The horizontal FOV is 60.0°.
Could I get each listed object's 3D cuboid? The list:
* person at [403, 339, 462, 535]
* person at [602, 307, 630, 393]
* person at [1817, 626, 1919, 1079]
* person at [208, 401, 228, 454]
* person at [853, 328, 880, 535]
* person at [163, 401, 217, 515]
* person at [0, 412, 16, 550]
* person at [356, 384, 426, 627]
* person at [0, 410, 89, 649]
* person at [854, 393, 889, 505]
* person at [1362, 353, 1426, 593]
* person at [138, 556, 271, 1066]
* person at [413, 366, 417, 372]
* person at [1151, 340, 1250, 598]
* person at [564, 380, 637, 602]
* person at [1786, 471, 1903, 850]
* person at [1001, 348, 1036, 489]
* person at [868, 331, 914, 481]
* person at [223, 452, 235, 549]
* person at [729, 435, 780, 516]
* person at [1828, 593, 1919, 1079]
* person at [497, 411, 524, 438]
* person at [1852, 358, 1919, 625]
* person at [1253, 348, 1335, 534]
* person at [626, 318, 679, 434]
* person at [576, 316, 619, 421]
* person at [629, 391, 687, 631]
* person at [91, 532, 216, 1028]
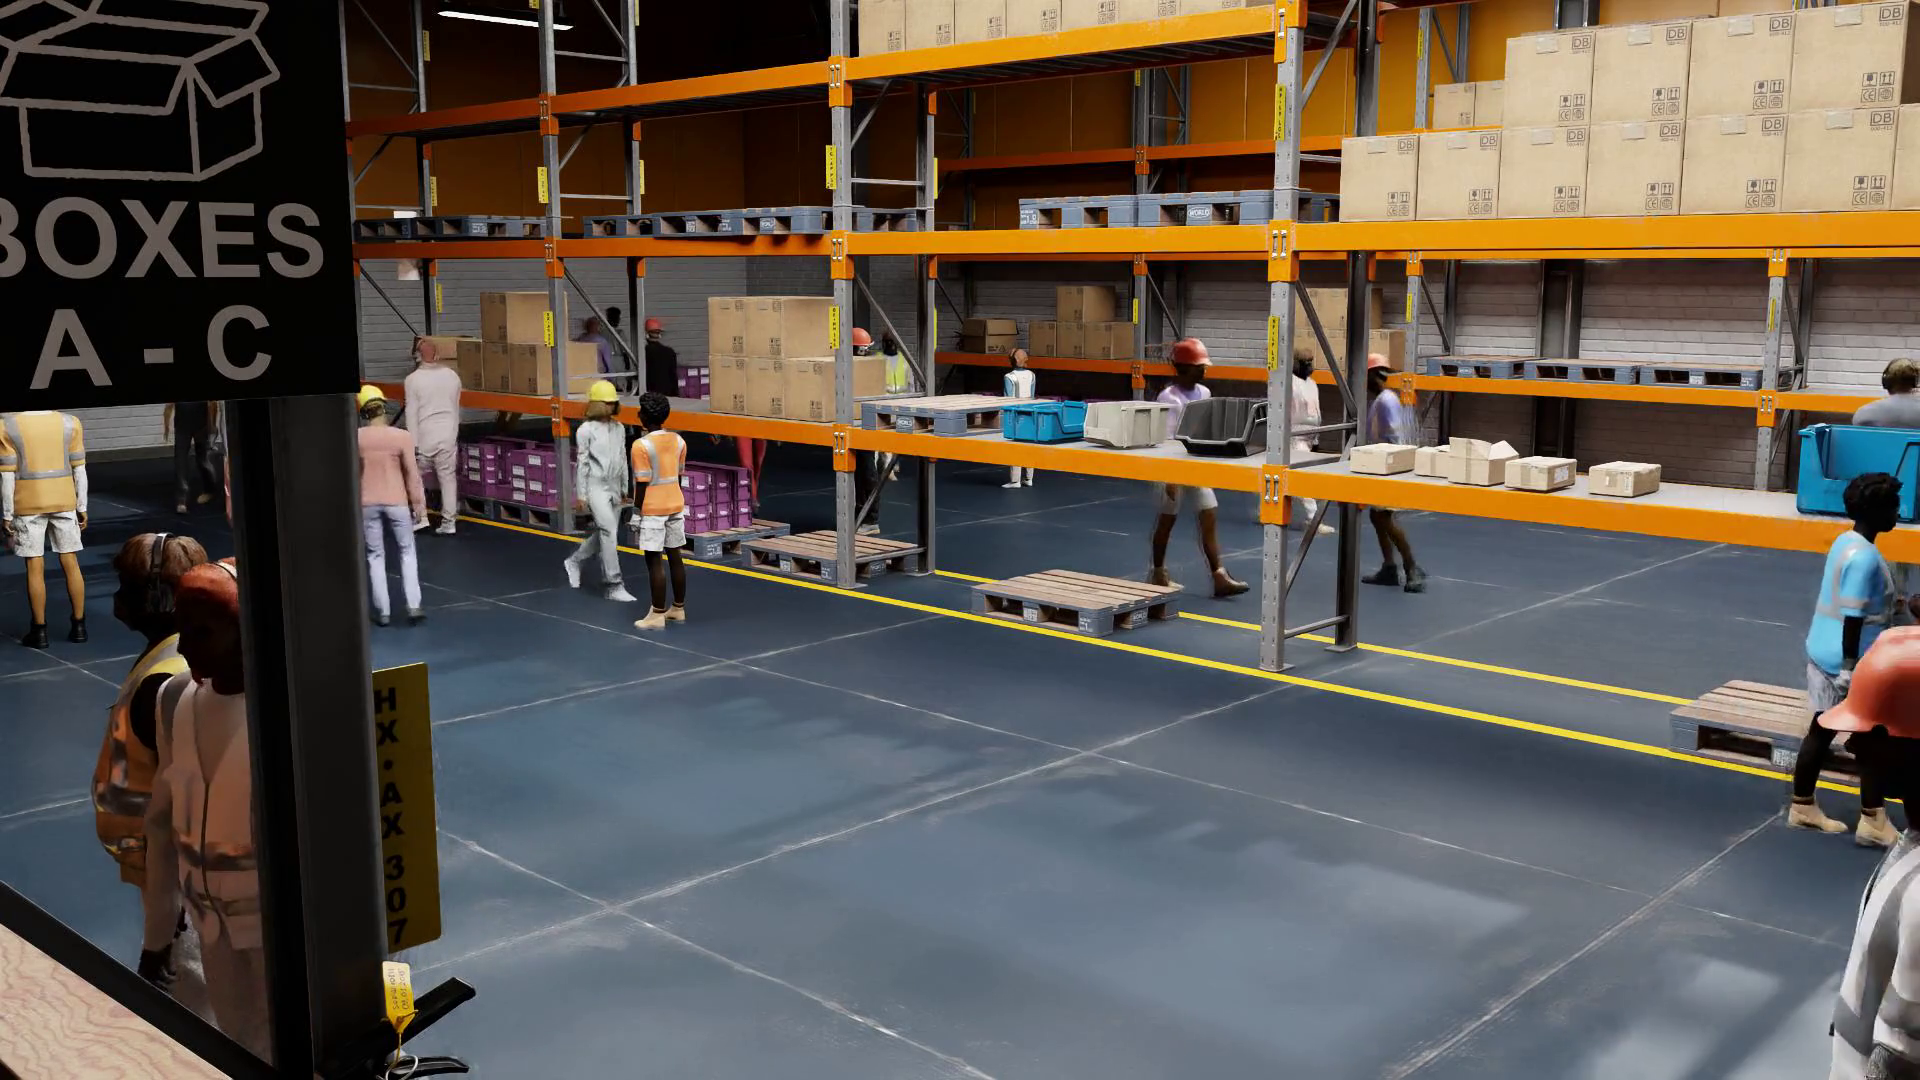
[{"bbox_3d":[-5.099,-0.981,16.016,0.605,1.885,0.652,8,12,40],"label":"person"},{"bbox_3d":[-5.565,-2.759,26.713,0.608,1.953,0.403,4,10,21],"label":"person"},{"bbox_3d":[1.739,1.104,3.092,0.396,1.921,0.552,5,10,27],"label":"person"},{"bbox_3d":[-7.361,-1.099,16.932,0.532,1.827,0.971,-3,10,-20],"label":"person"},{"bbox_3d":[-0.968,-1.047,16.069,0.380,1.996,0.608,-4,10,-22],"label":"person"},{"bbox_3d":[-8.104,-1.193,17.565,0.563,1.814,0.729,-2,9,-11],"label":"person"},{"bbox_3d":[-8.517,-0.751,14.495,0.643,1.919,0.692,-2,10,-14],"label":"person"},{"bbox_3d":[-4.166,-0.247,11.976,0.548,1.737,0.481,-2,9,-11],"label":"person"},{"bbox_3d":[-6.202,-0.236,11.259,0.551,1.942,0.345,-9,13,-43],"label":"person"},{"bbox_3d":[-0.981,-0.980,16.800,0.532,1.609,0.582,0,9,-2],"label":"person"},{"bbox_3d":[3.460,-0.548,13.357,0.620,1.890,0.623,1,9,3],"label":"person"},{"bbox_3d":[-1.762,0.963,4.133,0.586,1.884,0.395,4,10,23],"label":"person"},{"bbox_3d":[-6.769,-1.709,21.381,0.506,1.584,0.836,1,9,5],"label":"person"},{"bbox_3d":[1.839,-0.529,12.842,0.645,2.005,0.969,-8,12,-41],"label":"person"},{"bbox_3d":[-2.835,-0.393,12.940,0.764,1.718,0.500,5,11,30],"label":"person"},{"bbox_3d":[4.048,0.533,7.372,0.630,1.677,0.539,3,10,18],"label":"person"},{"bbox_3d":[0.684,-1.412,19.393,0.309,1.641,0.511,8,12,42],"label":"person"},{"bbox_3d":[-0.851,-1.631,20.169,0.630,1.828,0.516,-3,10,-18],"label":"person"},{"bbox_3d":[-4.702,-0.091,11.337,0.504,1.625,0.529,5,11,30],"label":"person"},{"bbox_3d":[-2.197,-1.141,17.531,0.533,1.709,0.935,-3,10,-15],"label":"person"},{"bbox_3d":[2.328,1.011,4.007,0.980,1.820,0.513,4,10,24],"label":"person"},{"bbox_3d":[-6.383,-2.226,23.563,0.472,1.909,0.662,-8,12,-41],"label":"person"},{"bbox_3d":[6.756,-0.358,12.078,0.665,1.917,0.631,2,9,10],"label":"person"},{"bbox_3d":[3.266,-0.990,16.314,0.931,1.808,0.634,7,12,37],"label":"person"},{"bbox_3d":[-3.869,-1.810,20.962,0.614,1.944,1.030,-9,13,-43],"label":"person"},{"bbox_3d":[-5.178,-2.270,23.932,0.647,1.872,0.841,6,11,34],"label":"person"},{"bbox_3d":[-2.149,-0.206,11.823,0.319,1.697,0.533,5,10,27],"label":"person"},{"bbox_3d":[-2.182,0.889,4.674,0.429,1.844,0.623,-3,10,-16],"label":"person"}]
